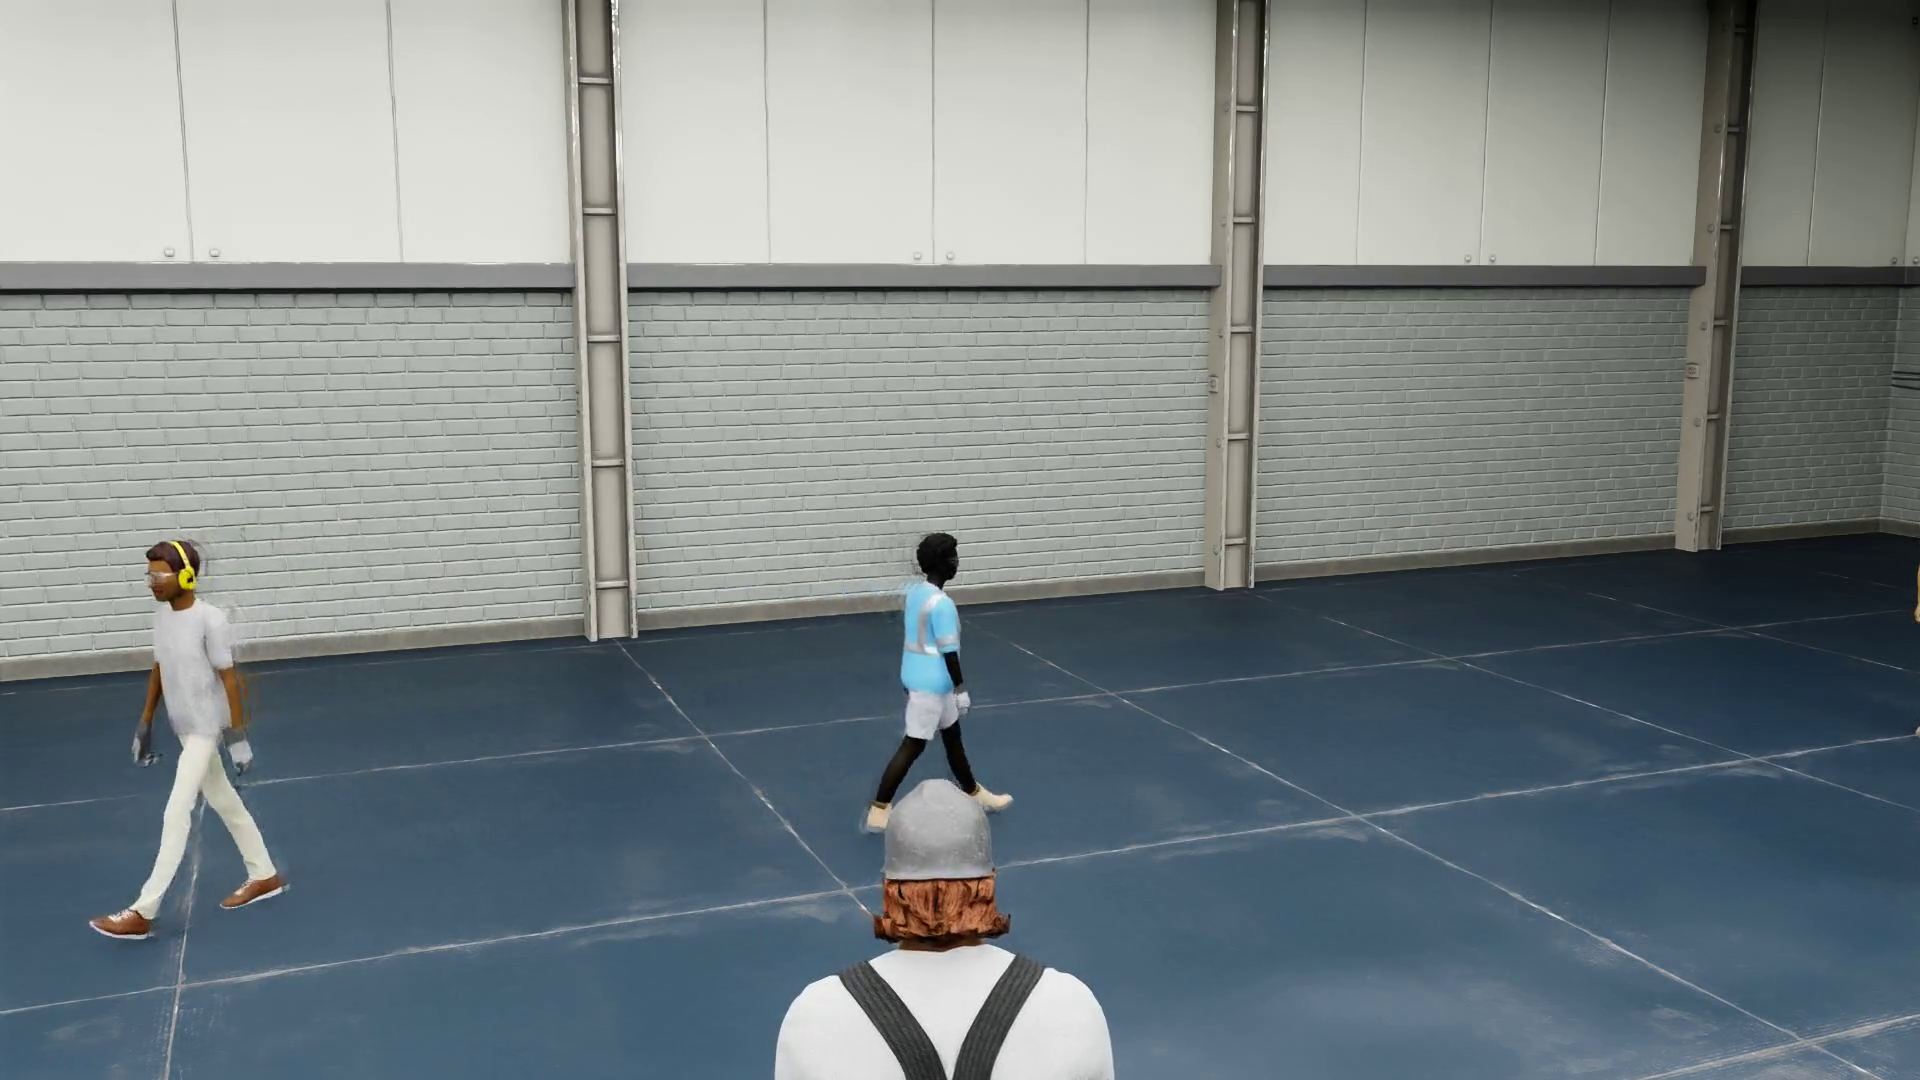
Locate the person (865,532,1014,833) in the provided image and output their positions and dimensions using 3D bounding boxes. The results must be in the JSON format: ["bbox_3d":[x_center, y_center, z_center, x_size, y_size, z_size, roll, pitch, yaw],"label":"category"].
[{"bbox_3d":[-0.137,0.775,9.076,0.890,1.644,0.549,-2,9,-15],"label":"person"}]

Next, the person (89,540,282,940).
[{"bbox_3d":[-3.630,0.906,7.713,0.558,1.815,0.976,7,11,38],"label":"person"}]

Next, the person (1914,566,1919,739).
[{"bbox_3d":[6.456,0.415,10.743,0.506,1.839,0.343,6,11,33],"label":"person"}]
